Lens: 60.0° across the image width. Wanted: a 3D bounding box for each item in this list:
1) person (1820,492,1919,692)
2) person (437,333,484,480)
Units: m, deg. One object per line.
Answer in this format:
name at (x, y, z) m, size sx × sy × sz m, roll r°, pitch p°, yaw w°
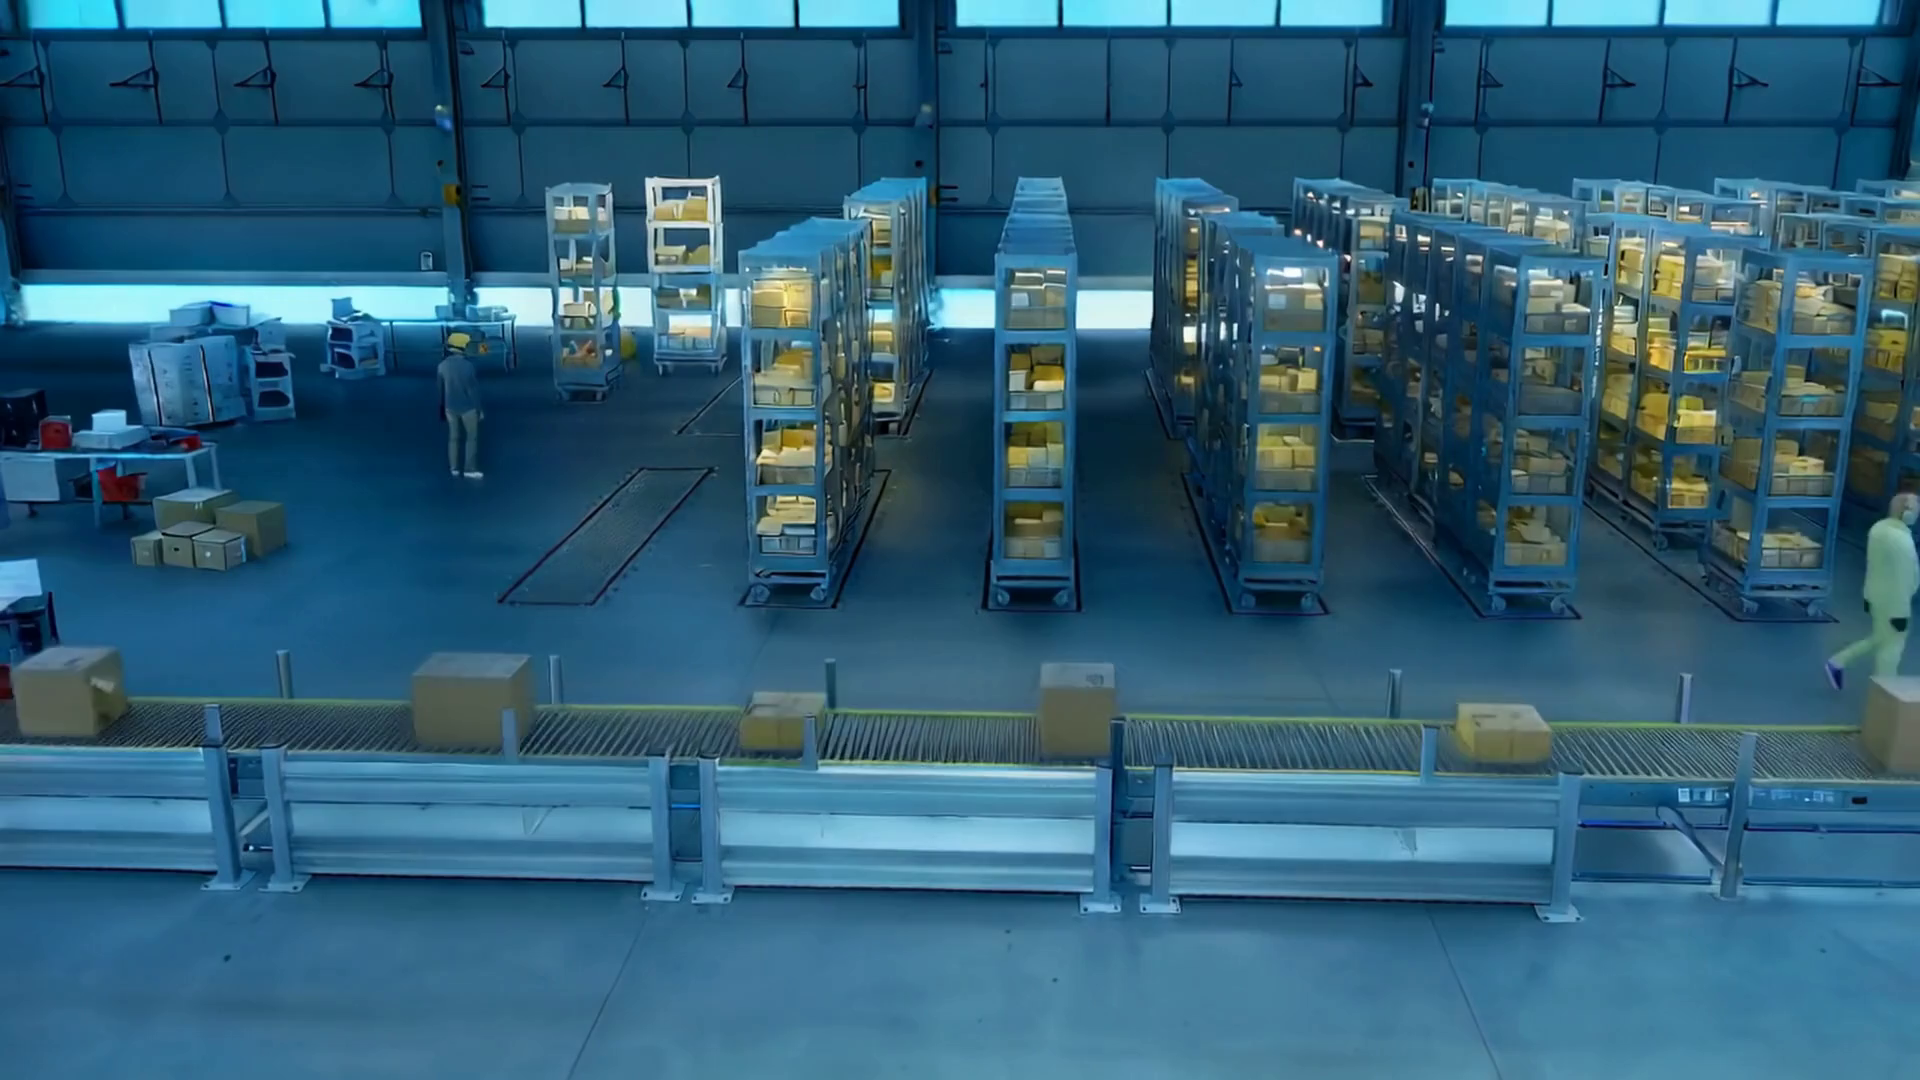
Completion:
person at (7.798, 0.508, 14.074) m, size 0.616 × 1.889 × 0.649 m, roll 3°, pitch 15°, yaw 12°
person at (-6.745, -1.792, 22.442) m, size 0.628 × 1.978 × 0.439 m, roll 5°, pitch 16°, yaw 18°
